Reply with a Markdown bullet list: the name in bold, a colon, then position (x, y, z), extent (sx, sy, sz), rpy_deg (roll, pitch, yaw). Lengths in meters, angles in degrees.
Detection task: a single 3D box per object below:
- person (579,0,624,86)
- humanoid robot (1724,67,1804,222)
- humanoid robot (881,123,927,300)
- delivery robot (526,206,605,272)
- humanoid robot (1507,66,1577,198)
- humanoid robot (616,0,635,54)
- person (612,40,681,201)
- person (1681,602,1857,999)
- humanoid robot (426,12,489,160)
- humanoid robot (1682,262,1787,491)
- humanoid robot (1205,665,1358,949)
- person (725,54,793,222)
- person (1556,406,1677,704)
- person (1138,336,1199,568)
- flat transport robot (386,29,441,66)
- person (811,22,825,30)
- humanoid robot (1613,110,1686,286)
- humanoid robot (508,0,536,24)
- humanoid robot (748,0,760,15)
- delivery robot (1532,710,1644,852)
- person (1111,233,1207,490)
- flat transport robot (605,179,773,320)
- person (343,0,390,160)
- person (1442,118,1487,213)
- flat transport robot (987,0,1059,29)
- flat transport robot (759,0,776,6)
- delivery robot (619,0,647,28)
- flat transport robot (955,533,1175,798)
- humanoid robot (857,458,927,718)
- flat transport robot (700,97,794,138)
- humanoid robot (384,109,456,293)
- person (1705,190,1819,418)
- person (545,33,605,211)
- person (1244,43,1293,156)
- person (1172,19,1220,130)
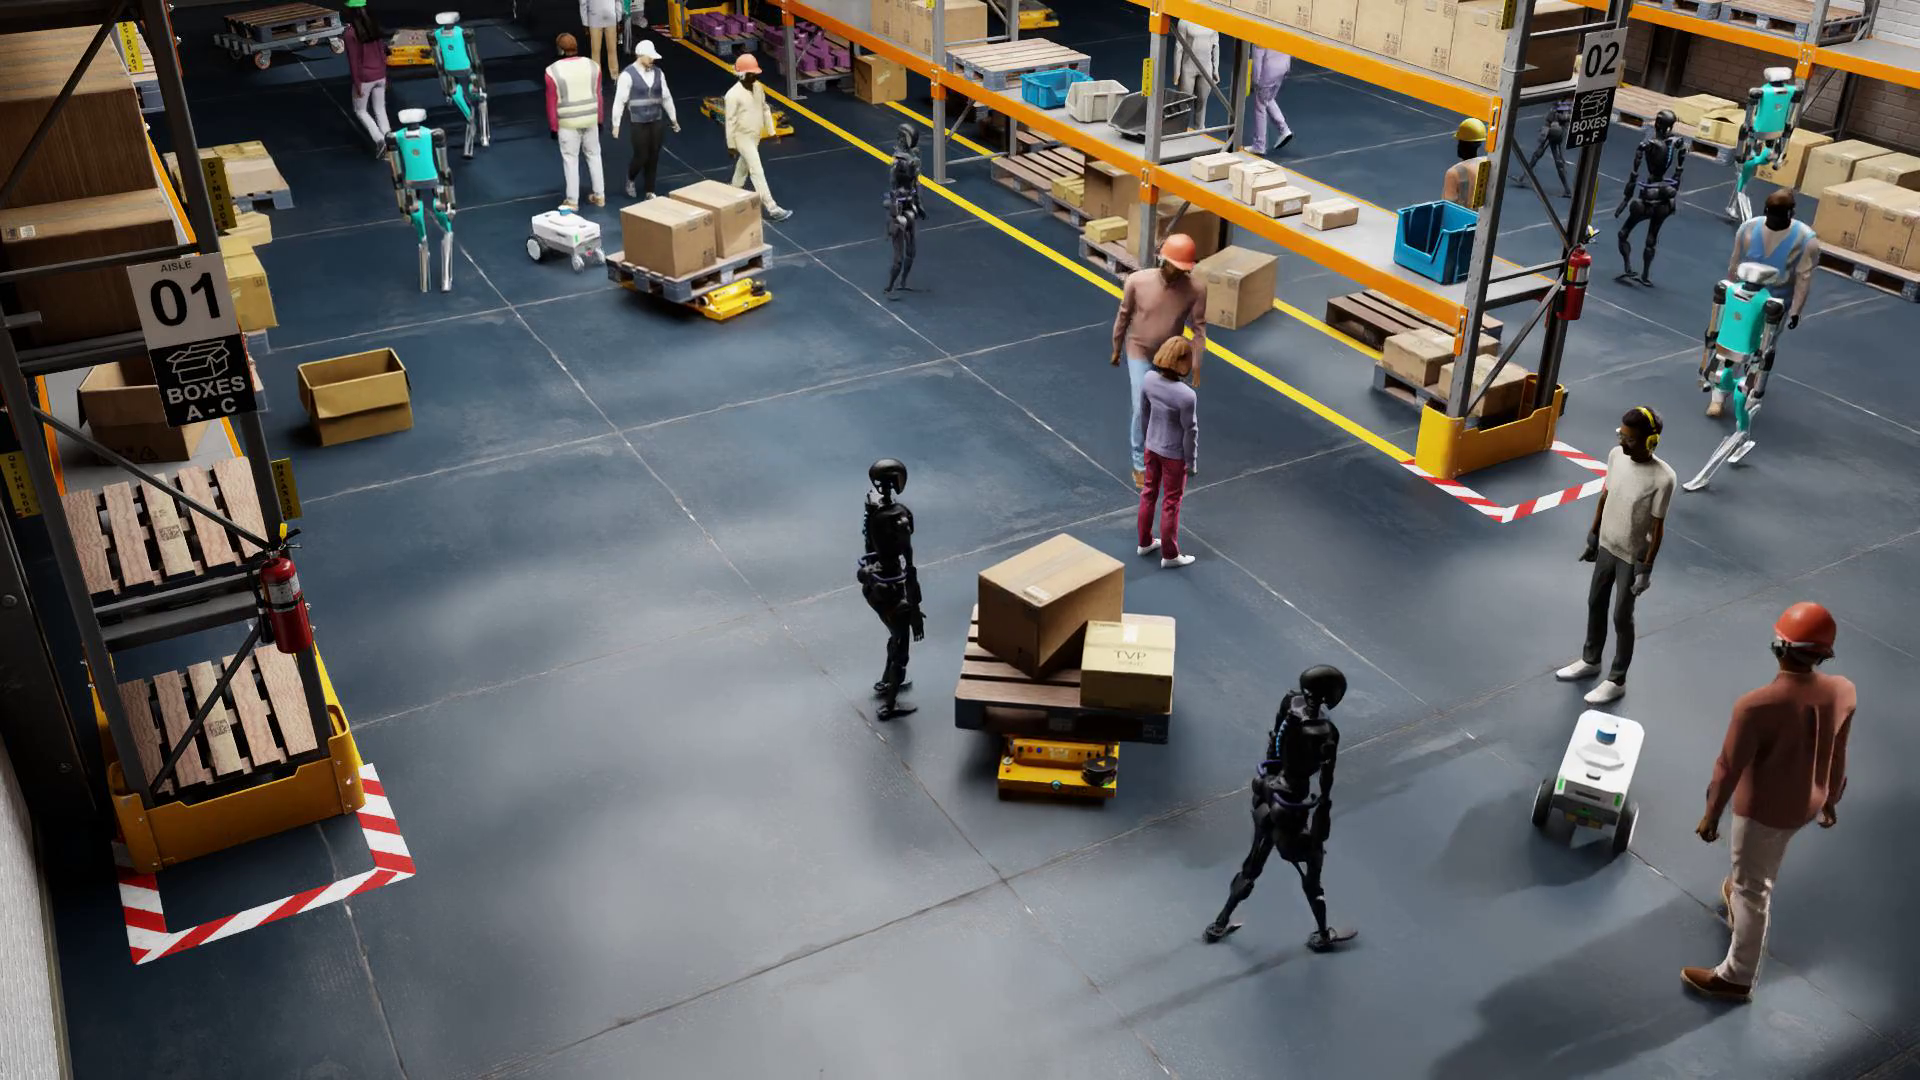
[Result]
- **person**: position (-4.665, -6.785, 21.728), extent (0.568, 1.749, 0.341), rpy_deg (-16, 33, -25)
- **humanoid robot**: position (8.033, -3.966, 16.846), extent (0.560, 1.731, 1.035), rpy_deg (-1, 30, -1)
- **humanoid robot**: position (-0.518, -3.039, 15.303), extent (0.347, 1.644, 0.608), rpy_deg (12, 32, 20)
- **delivery robot**: position (-3.865, -2.984, 16.311), extent (0.775, 0.589, 0.499), rpy_deg (22, 36, 33)
- **humanoid robot**: position (6.379, -4.528, 17.925), extent (0.780, 1.624, 0.592), rpy_deg (13, 32, 22)
- **humanoid robot**: position (-4.849, -7.824, 23.626), extent (0.560, 1.845, 0.863), rpy_deg (-5, 30, -8)
- **person**: position (-3.347, -4.410, 17.613), extent (0.752, 1.735, 0.490), rpy_deg (-24, 38, -35)
- **person**: position (3.715, 1.172, 7.685), extent (0.682, 1.955, 0.687), rpy_deg (-9, 31, -15)
- **humanoid robot**: position (-5.643, -5.204, 19.011), extent (0.565, 1.728, 1.056), rpy_deg (0, 30, 0)
- **humanoid robot**: position (5.779, -1.222, 12.113), extent (1.018, 1.772, 0.534), rpy_deg (-18, 34, -28)
- **humanoid robot**: position (1.578, 1.255, 7.853), extent (0.707, 1.636, 0.611), rpy_deg (-8, 31, -13)
- **person**: position (-2.111, -4.157, 17.193), extent (0.870, 1.707, 0.566), rpy_deg (11, 32, 19)
- **person**: position (3.835, 0.081, 9.681), extent (0.347, 1.856, 0.520), rpy_deg (-12, 32, -20)
- **person**: position (1.384, -0.584, 11.055), extent (0.291, 1.632, 0.496), rpy_deg (-21, 36, -32)
- **flat transport robot**: position (-7.714, -7.000, 23.596), extent (0.659, 0.231, 1.431), rpy_deg (-5, 30, -8)
- **person**: position (-2.161, -8.308, 24.326), extent (0.452, 1.826, 0.683), rpy_deg (24, 38, 35)
- **humanoid robot**: position (6.472, -3.202, 15.569), extent (0.600, 1.645, 0.368), rpy_deg (-8, 31, -13)
- **humanoid robot**: position (-6.738, -8.667, 25.093), extent (0.612, 1.643, 0.478), rpy_deg (3, 30, 6)
- **humanoid robot**: position (-3.235, -8.940, 25.507), extent (0.799, 1.783, 0.531), rpy_deg (-6, 30, -11)
- **delivery robot**: position (3.417, 1.268, 8.931), extent (0.499, 0.610, 0.804), rpy_deg (15, 33, 25)
- **person**: position (1.440, -1.325, 12.047), extent (0.633, 1.927, 0.846), rpy_deg (-2, 30, -4)
- **flat transport robot**: position (-2.507, -2.397, 15.582), extent (1.431, 0.231, 0.659), rpy_deg (22, 37, 34)
- **person**: position (-6.717, -5.273, 18.917), extent (0.477, 1.935, 0.494), rpy_deg (25, 38, 36)
- **person**: position (4.319, -2.696, 14.439), extent (0.593, 1.925, 0.366), rpy_deg (-21, 36, -32)
- **flat transport robot**: position (0.955, -8.089, 25.491), extent (0.659, 0.231, 1.431), rpy_deg (-9, 31, -16)
- **flat transport robot**: position (-3.181, -8.835, 26.790), extent (1.431, 0.231, 0.659), rpy_deg (26, 39, 37)
- **delivery robot**: position (-5.090, -7.930, 24.915), extent (0.768, 0.583, 0.499), rpy_deg (-20, 35, -31)
- **flat transport robot**: position (0.620, 0.976, 9.710), extent (0.659, 0.231, 1.431), rpy_deg (4, 30, 7)
- **humanoid robot**: position (-0.376, 0.273, 9.511), extent (0.356, 1.649, 0.616), rpy_deg (-16, 33, -25)
- **flat transport robot**: position (-2.642, -5.231, 20.515), extent (0.659, 0.231, 1.431), rpy_deg (-15, 33, -25)
- **humanoid robot**: position (-4.920, -3.142, 15.423), extent (0.534, 1.825, 0.684), rpy_deg (-5, 30, -9)
- **person**: position (6.369, -1.904, 13.194), extent (0.631, 1.800, 0.943), rpy_deg (18, 35, 29)
- **person**: position (-4.030, -4.391, 17.496), extent (0.625, 1.831, 0.434), rpy_deg (-19, 35, -29)
- **person**: position (3.564, -5.369, 19.120), extent (0.684, 1.897, 0.486), rpy_deg (-26, 39, -37)
- **person**: position (2.735, -5.457, 19.279), extent (0.564, 1.896, 0.360), rpy_deg (-7, 31, -11)
